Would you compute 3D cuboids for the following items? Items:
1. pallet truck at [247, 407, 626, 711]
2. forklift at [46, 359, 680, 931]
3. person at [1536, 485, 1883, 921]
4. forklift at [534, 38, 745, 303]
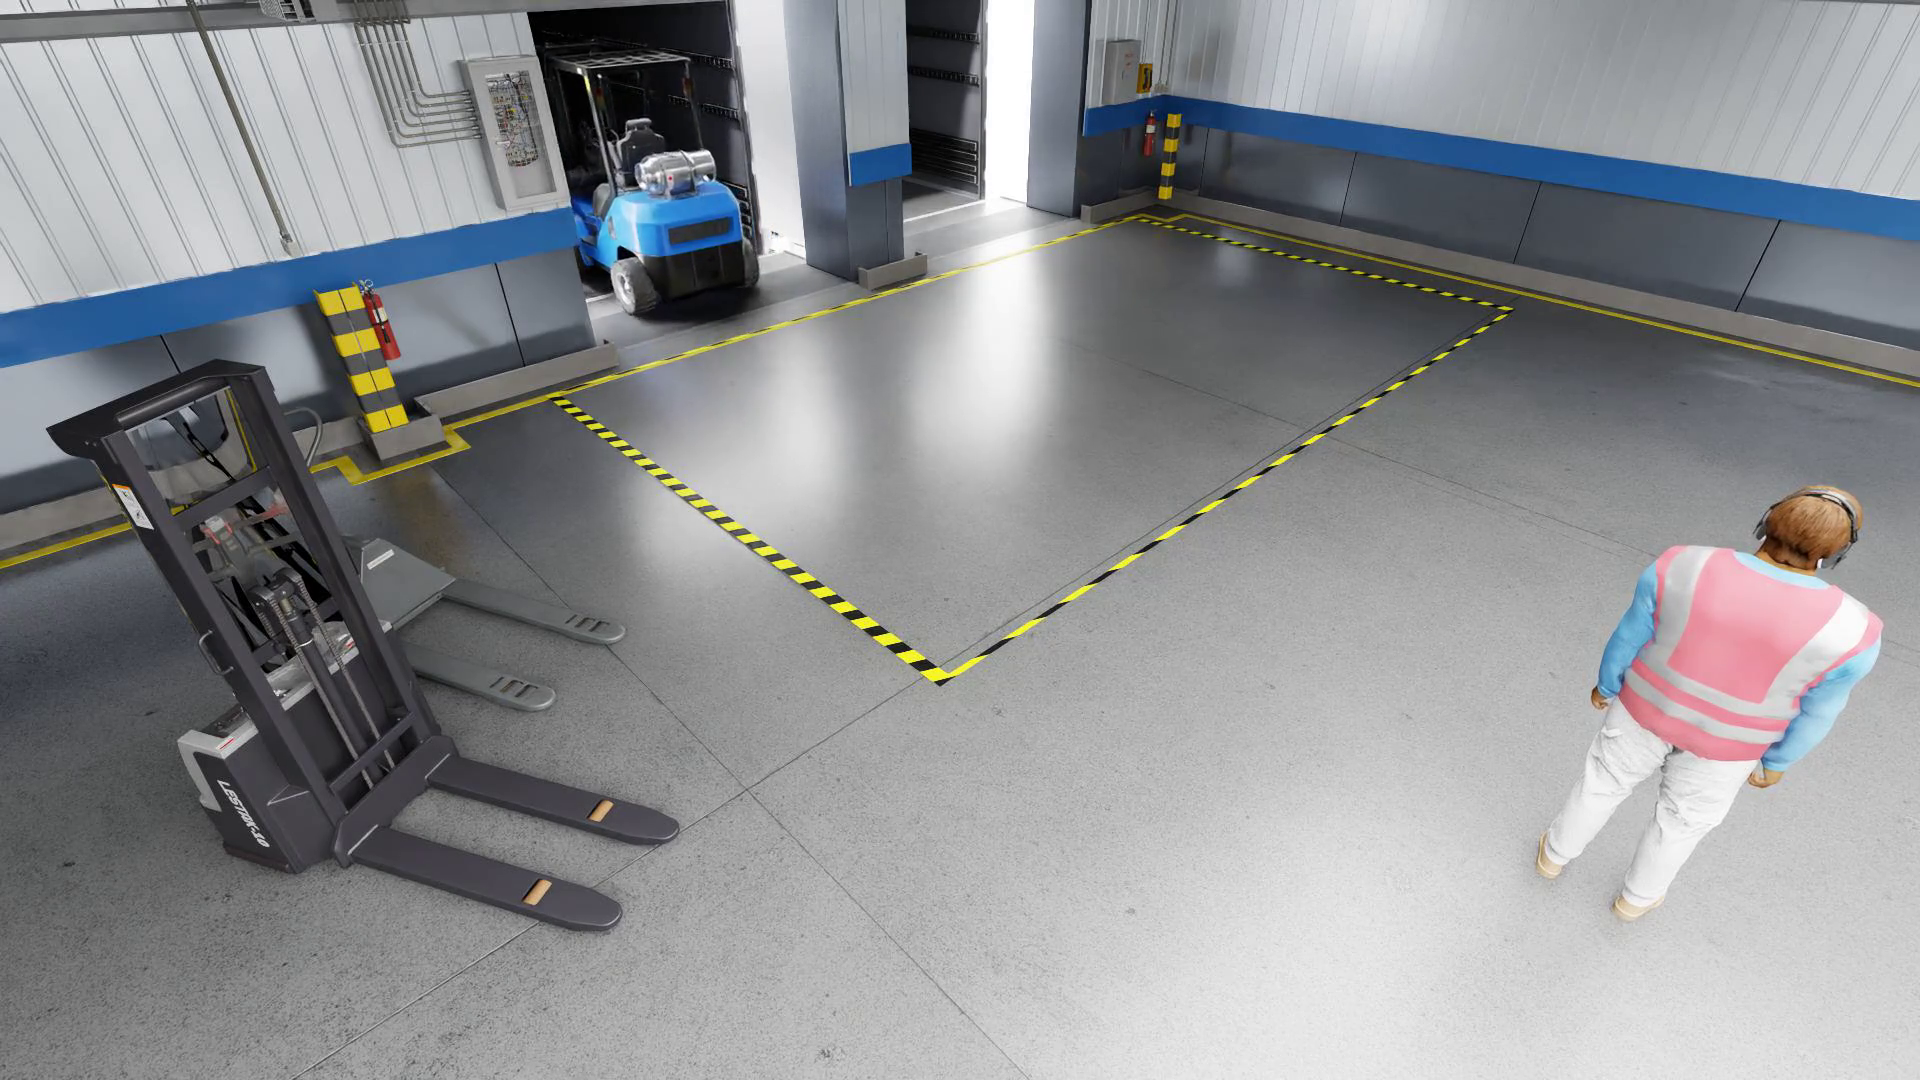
[{"bbox_3d":[-2.628,0.038,4.590,1.601,1.201,0.680,12,36,18],"label":"pallet truck"},{"bbox_3d":[-2.135,0.422,3.354,1.885,1.965,0.823,10,35,14],"label":"forklift"},{"bbox_3d":[2.554,0.619,3.204,0.429,1.842,0.624,-29,43,-35],"label":"person"},{"bbox_3d":[-3.283,-3.762,9.171,1.157,2.036,2.680,-26,42,-33],"label":"forklift"}]
